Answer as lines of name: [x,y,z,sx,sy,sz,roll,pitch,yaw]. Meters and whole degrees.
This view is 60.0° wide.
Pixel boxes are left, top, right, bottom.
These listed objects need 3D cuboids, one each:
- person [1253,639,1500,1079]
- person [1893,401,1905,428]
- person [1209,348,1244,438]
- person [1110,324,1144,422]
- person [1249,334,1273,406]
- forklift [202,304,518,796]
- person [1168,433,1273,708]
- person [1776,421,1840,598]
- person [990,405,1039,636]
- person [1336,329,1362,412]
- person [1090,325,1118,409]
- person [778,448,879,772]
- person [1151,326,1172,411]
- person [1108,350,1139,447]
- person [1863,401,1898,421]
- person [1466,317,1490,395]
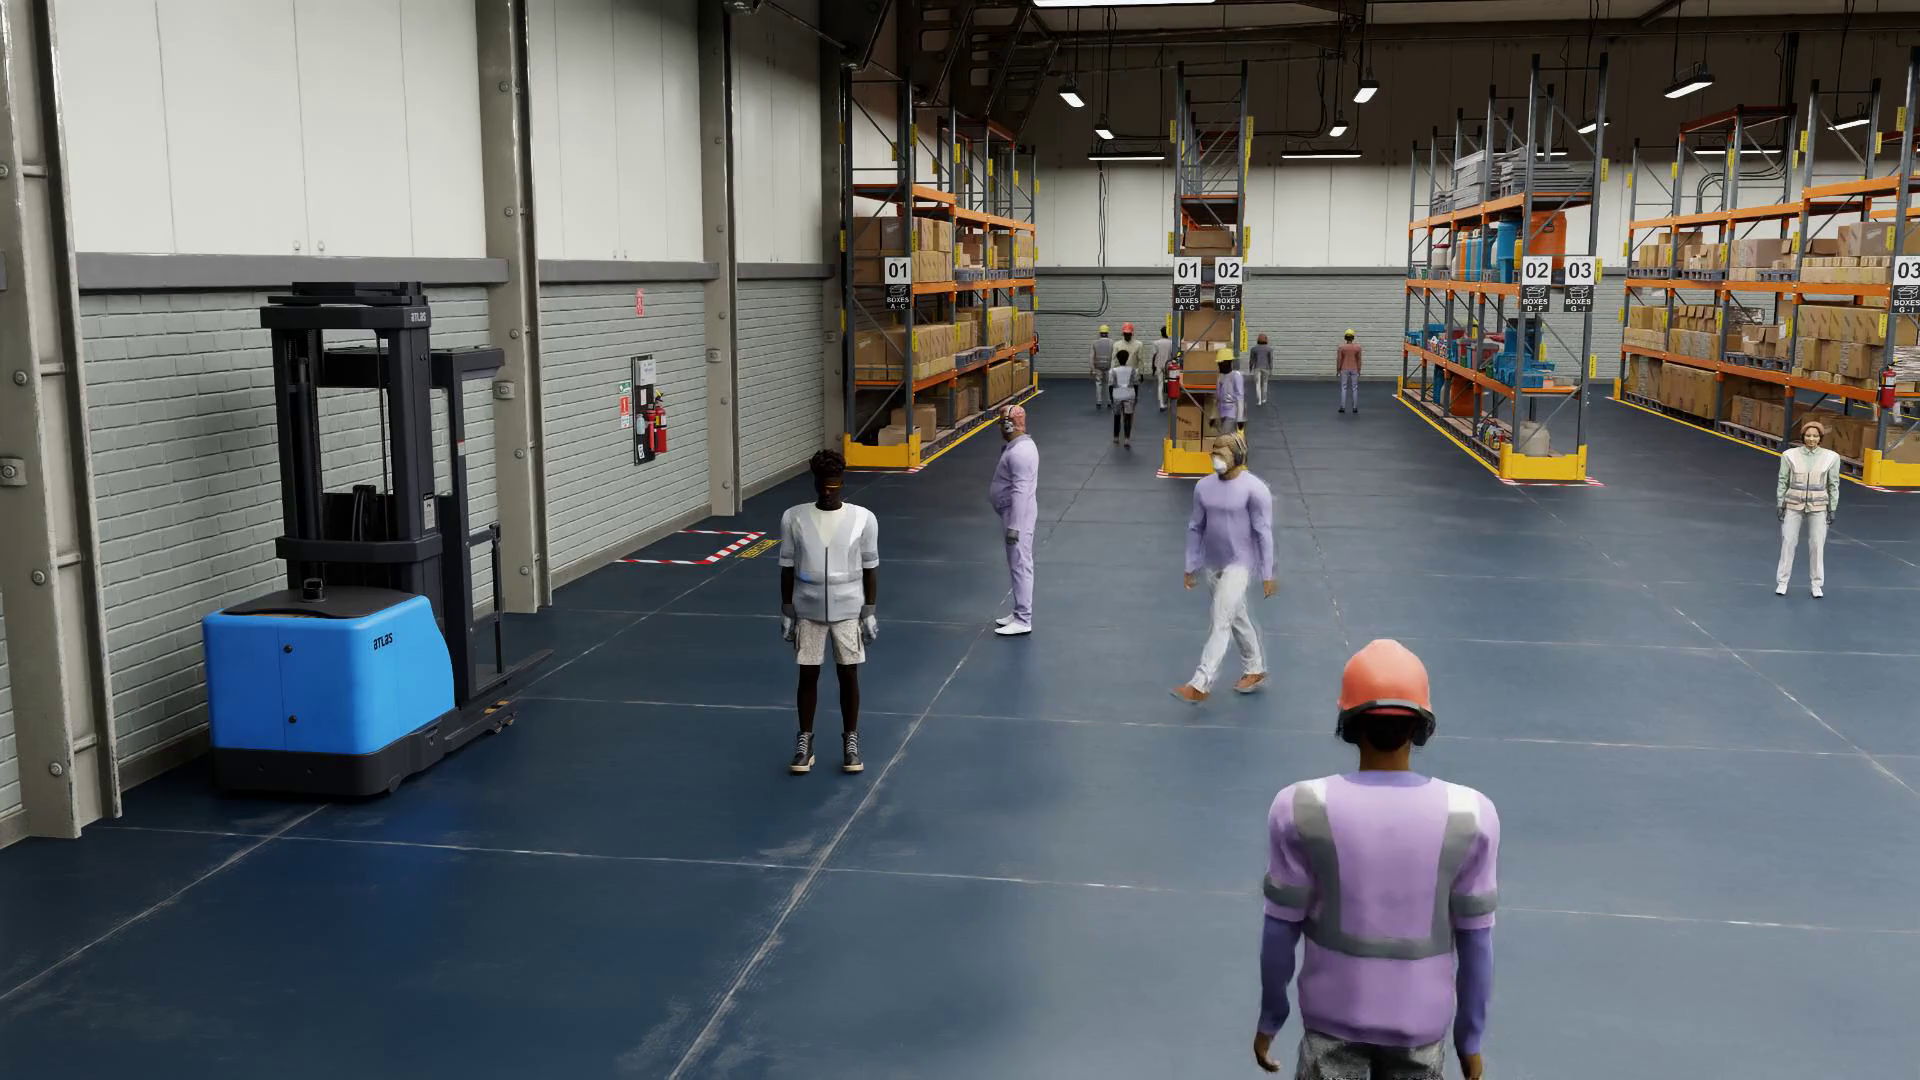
person: [1.131,1.275,4.563,0.611,2.047,0.518,1,9,7]
person: [17.588,-2.987,31.407,0.605,1.832,0.983,1,9,8]
person: [3.800,-1.783,23.790,0.593,1.902,0.596,-3,10,-18]
person: [3.312,-3.313,33.073,0.656,1.943,0.993,2,9,11]
person: [6.761,-3.826,37.332,0.518,1.585,0.847,2,9,10]
forklift: [-3.673,-0.038,10.147,1.129,2.768,1.873,1,9,9]
person: [1.839,0.196,11.627,1.045,1.883,0.648,-7,12,-38]
person: [7.839,-0.286,15.402,0.513,1.630,0.318,5,10,28]
person: [0.447,-0.169,13.837,0.402,1.904,0.638,1,9,6]
person: [8.291,-3.604,35.464,0.524,1.760,0.328,1,9,5]
person: [3.162,-3.802,36.459,0.599,1.830,0.404,1,9,9]
person: [-0.790,0.424,10.003,0.602,1.959,0.371,0,9,-1]
person: [4.403,-3.718,35.955,0.524,1.831,0.975,1,9,8]
person: [2.813,-2.439,28.611,0.535,1.653,0.885,1,9,5]
person: [16.127,-2.605,29.132,0.535,1.824,0.997,2,9,13]
person: [12.379,-4.458,40.333,0.929,1.893,0.599,1,9,7]
